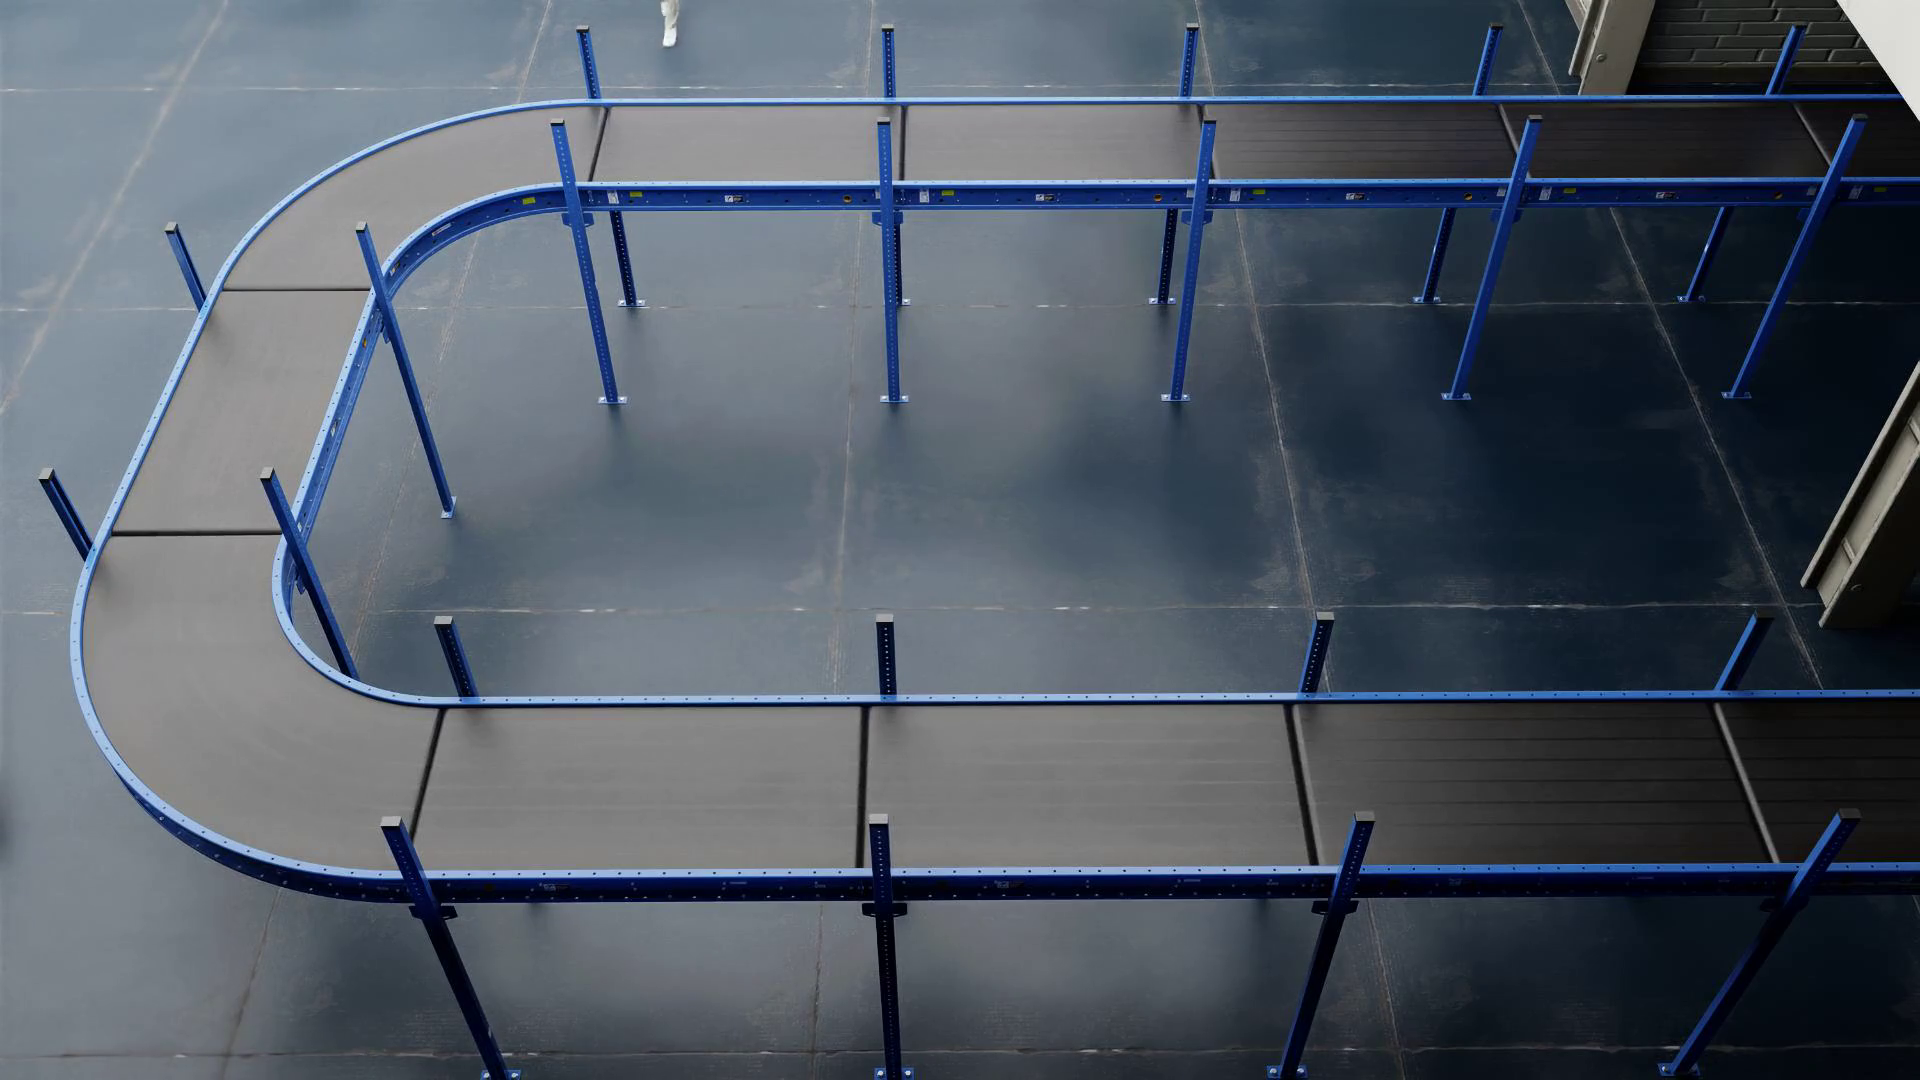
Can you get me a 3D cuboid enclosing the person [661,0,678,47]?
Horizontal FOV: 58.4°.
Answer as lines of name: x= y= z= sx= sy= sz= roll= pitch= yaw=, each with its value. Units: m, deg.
person: x=-2.598 y=-5.248 z=14.918 sx=0.503 sy=1.849 sz=0.544 roll=6 pitch=47 yaw=5
